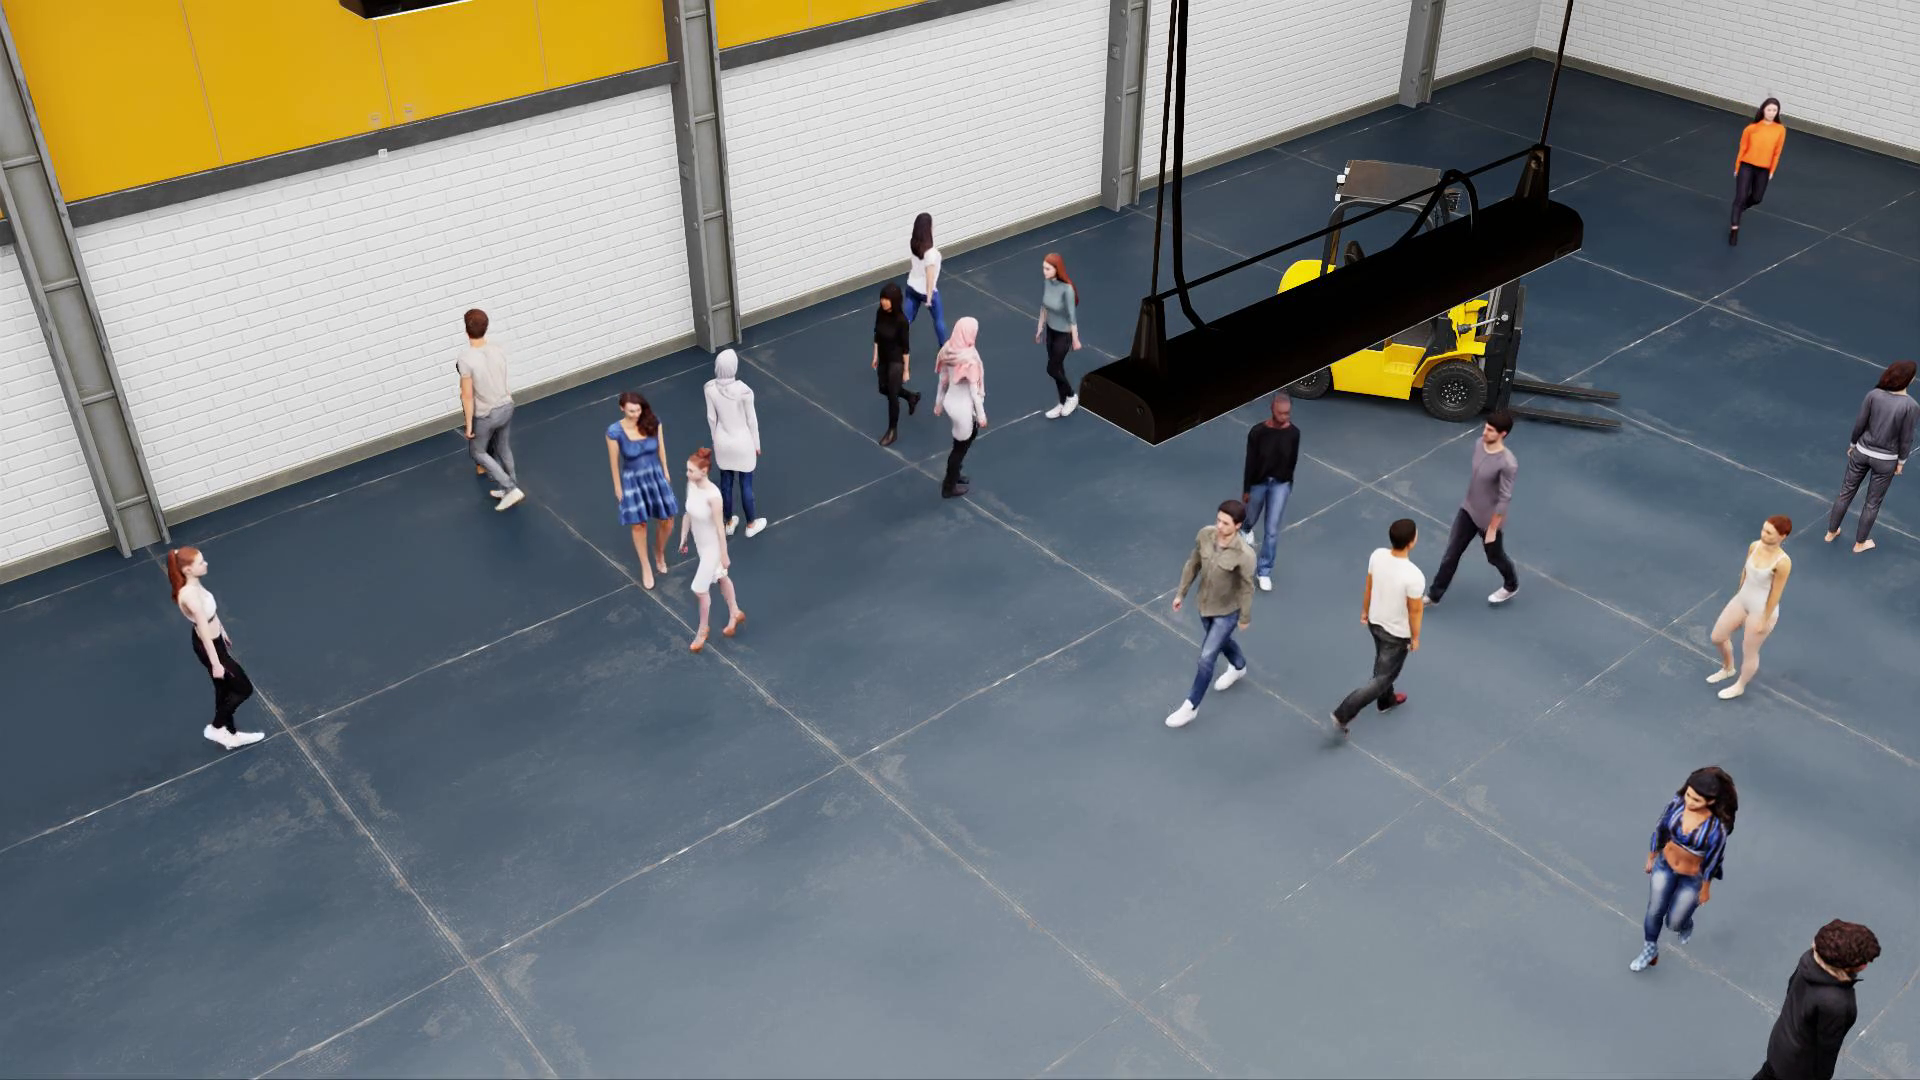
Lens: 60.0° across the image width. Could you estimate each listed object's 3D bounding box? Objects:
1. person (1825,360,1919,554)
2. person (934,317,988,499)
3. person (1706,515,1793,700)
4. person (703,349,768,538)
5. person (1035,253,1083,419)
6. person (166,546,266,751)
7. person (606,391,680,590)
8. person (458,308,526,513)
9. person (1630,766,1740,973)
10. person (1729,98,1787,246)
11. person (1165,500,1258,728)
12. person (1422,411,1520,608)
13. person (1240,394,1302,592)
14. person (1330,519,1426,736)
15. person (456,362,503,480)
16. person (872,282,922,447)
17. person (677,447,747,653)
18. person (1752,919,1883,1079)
[{"bbox_3d":[7.779,-0.725,14.129,0.513,1.768,0.620,-27,42,-34],"label":"person"},{"bbox_3d":[-0.070,-1.113,14.697,0.693,1.785,0.692,-16,37,-22],"label":"person"},{"bbox_3d":[5.998,0.499,12.409,0.625,1.633,0.618,-13,36,-18],"label":"person"},{"bbox_3d":[-1.938,-0.824,14.270,0.689,1.776,0.708,9,35,13],"label":"person"},{"bbox_3d":[1.017,-1.988,16.069,0.684,1.724,0.649,-18,38,-25],"label":"person"},{"bbox_3d":[-5.410,0.817,11.837,0.709,1.737,0.678,-15,36,-21],"label":"person"},{"bbox_3d":[-2.617,-0.447,13.687,0.637,1.793,0.769,-14,36,-21],"label":"person"},{"bbox_3d":[-4.025,-1.114,14.624,0.878,1.867,0.779,20,38,27],"label":"person"},{"bbox_3d":[4.442,2.012,10.152,0.727,1.610,0.642,-22,39,-29],"label":"person"},{"bbox_3d":[9.378,-4.396,19.681,0.915,1.736,1.023,8,34,12],"label":"person"},{"bbox_3d":[1.974,0.460,12.293,1.182,1.826,0.768,-22,39,-29],"label":"person"},{"bbox_3d":[4.280,-0.215,13.328,1.279,1.805,0.955,-12,35,-17],"label":"person"},{"bbox_3d":[2.531,-0.483,13.798,1.046,1.730,1.057,-2,34,-2],"label":"person"},{"bbox_3d":[3.050,0.651,12.048,1.123,1.780,0.752,-19,38,-26],"label":"person"},{"bbox_3d":[-4.409,-1.143,15.248,0.547,1.226,0.541,22,39,29],"label":"person"},{"bbox_3d":[-0.590,-1.715,15.742,0.633,1.630,0.896,27,42,35],"label":"person"},{"bbox_3d":[-1.863,0.039,12.972,0.757,1.776,0.601,-23,40,-30],"label":"person"},{"bbox_3d":[4.529,2.716,8.942,0.779,1.778,0.721,2,34,4],"label":"person"}]
